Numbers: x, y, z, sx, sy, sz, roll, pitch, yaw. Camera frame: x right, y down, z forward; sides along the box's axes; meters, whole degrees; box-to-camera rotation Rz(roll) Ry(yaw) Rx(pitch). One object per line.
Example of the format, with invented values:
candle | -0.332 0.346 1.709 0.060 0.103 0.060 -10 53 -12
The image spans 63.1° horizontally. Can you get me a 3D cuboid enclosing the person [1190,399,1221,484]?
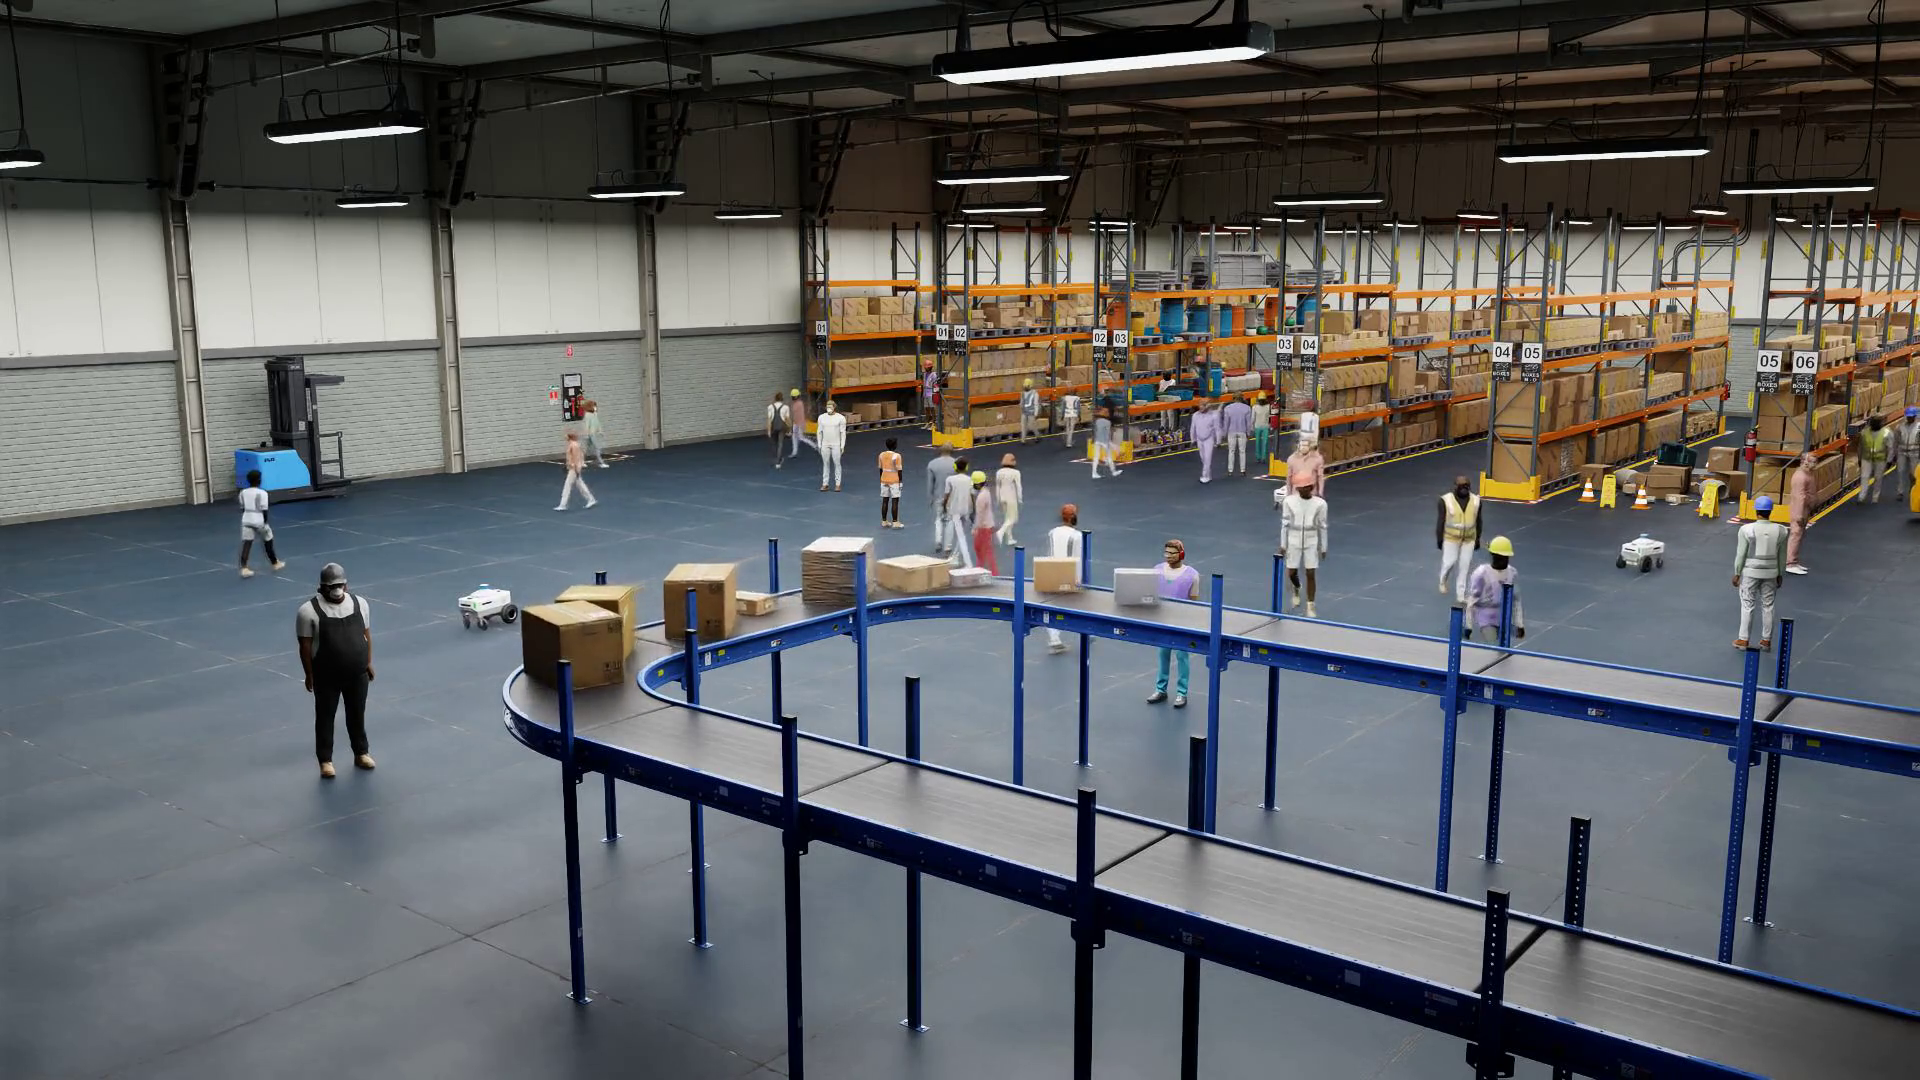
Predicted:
person | 5.343 -2.158 34.373 0.649 1.857 0.985 7 12 36

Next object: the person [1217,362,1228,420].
person | 8.075 -4.585 48.236 0.604 1.796 0.901 8 13 38

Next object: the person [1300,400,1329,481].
person | 7.773 -2.160 34.402 0.895 1.848 0.611 -6 12 -32

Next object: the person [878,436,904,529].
person | -1.253 -1.057 28.638 0.540 1.695 0.317 8 13 38

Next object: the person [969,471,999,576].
person | 0.305 -0.197 23.741 0.659 1.724 0.548 1 10 7

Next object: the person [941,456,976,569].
person | 0.009 -0.417 24.754 0.505 1.819 1.025 -5 11 -27

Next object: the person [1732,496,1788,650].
person | 10.030 0.416 19.646 0.617 1.943 0.402 1 10 4

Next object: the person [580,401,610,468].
person | -8.757 -2.515 37.139 0.837 1.596 0.508 1 10 8

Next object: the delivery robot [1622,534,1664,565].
delivery robot | 10.876 0.150 24.913 0.707 0.478 0.477 -7 12 -34

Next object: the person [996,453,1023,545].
person | 0.807 -0.688 26.779 0.511 1.613 0.607 9 14 42

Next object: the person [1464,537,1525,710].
person | 5.901 0.903 17.078 0.616 1.876 0.958 -5 11 -26

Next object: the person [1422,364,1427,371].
person | 14.929 -4.866 50.371 0.520 1.594 0.861 6 12 31

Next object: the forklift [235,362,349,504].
forklift | -13.803 -2.244 32.110 1.129 2.768 1.873 8 13 37

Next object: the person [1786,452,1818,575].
person | 13.208 -0.429 24.517 0.403 1.906 0.652 6 12 29

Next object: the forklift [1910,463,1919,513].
forklift | 19.034 -1.348 28.998 2.313 2.155 1.214 8 13 37

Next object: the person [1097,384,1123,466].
person | 3.550 -2.758 37.466 0.603 1.966 0.650 1 10 7

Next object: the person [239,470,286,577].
person | -10.936 -0.272 24.351 0.544 1.647 0.861 3 10 16

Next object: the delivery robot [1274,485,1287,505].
delivery robot | 6.517 -0.915 30.911 0.477 0.478 0.707 9 13 41

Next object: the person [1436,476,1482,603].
person | 7.167 -0.023 22.465 0.628 1.830 0.478 0 10 0

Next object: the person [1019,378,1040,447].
person | 1.845 -3.395 41.477 0.600 1.807 0.728 7 12 35

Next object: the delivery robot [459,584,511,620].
delivery robot | -6.393 0.838 21.040 0.477 0.478 0.707 5 11 28

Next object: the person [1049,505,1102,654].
person | 1.438 0.469 19.609 0.869 1.848 0.606 -9 14 -43

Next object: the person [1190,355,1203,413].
person | 7.477 -4.780 48.816 0.621 1.972 0.640 7 12 36

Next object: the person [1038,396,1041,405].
person | 2.430 -4.898 49.582 0.551 1.934 0.362 7 12 35

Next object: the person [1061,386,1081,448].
person | 2.986 -3.255 41.259 0.523 1.597 0.805 6 12 29

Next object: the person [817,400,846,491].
person | -2.739 -2.012 33.336 0.630 1.940 0.372 2 10 10

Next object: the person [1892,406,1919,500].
person | 19.458 -1.786 32.081 0.629 1.927 0.562 9 14 42

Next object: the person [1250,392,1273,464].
person | 7.259 -2.686 37.730 0.551 1.724 0.878 3 11 17

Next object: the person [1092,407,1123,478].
person | 3.297 -2.200 35.334 0.830 1.586 0.525 -7 13 -36

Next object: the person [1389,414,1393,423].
person | 12.614 -4.228 45.747 0.601 1.958 0.388 -5 11 -28

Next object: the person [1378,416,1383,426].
person | 11.737 -3.753 43.243 0.612 1.889 0.871 9 13 41

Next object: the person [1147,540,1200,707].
person | 2.359 0.898 17.210 0.563 1.847 0.389 8 13 37

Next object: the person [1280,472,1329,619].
person | 4.737 0.047 21.514 0.655 2.018 0.664 2 10 11

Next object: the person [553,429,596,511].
person | -7.582 -1.390 30.787 0.843 1.599 0.530 -4 11 -20

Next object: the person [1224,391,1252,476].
person | 6.321 -2.423 35.659 0.634 1.936 0.374 2 10 8

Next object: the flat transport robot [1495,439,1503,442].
flat transport robot | 15.152 -2.763 42.370 1.431 0.197 0.652 -1 10 -6

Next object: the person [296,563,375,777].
person | -5.892 1.234 14.898 0.690 2.000 0.538 -9 14 -42

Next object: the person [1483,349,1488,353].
person | 17.827 -5.523 53.148 0.587 1.920 0.394 -2 10 -9

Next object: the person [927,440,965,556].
person | -0.207 -0.697 25.976 0.632 1.918 0.446 3 10 15

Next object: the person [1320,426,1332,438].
person | 9.603 -3.419 41.262 0.547 1.934 0.376 -4 11 -21

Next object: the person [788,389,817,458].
person | -3.954 -2.915 38.979 0.644 1.740 0.551 -6 12 -32

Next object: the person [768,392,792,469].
person | -4.270 -2.616 37.153 0.528 1.789 0.985 1 10 6

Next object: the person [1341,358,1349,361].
person | 12.954 -5.464 52.669 0.429 1.980 0.615 9 14 42

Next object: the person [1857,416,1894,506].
person | 18.334 -1.589 31.369 0.639 1.792 0.963 7 13 36

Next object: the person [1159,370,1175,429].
person | 5.816 -3.856 44.001 0.430 1.839 0.619 -9 14 -43

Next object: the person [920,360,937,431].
person | -0.901 -4.178 45.231 0.371 2.044 0.608 -8 13 -36

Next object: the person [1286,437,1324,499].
person | 5.944 -0.859 27.000 0.647 1.885 0.737 2 10 10
